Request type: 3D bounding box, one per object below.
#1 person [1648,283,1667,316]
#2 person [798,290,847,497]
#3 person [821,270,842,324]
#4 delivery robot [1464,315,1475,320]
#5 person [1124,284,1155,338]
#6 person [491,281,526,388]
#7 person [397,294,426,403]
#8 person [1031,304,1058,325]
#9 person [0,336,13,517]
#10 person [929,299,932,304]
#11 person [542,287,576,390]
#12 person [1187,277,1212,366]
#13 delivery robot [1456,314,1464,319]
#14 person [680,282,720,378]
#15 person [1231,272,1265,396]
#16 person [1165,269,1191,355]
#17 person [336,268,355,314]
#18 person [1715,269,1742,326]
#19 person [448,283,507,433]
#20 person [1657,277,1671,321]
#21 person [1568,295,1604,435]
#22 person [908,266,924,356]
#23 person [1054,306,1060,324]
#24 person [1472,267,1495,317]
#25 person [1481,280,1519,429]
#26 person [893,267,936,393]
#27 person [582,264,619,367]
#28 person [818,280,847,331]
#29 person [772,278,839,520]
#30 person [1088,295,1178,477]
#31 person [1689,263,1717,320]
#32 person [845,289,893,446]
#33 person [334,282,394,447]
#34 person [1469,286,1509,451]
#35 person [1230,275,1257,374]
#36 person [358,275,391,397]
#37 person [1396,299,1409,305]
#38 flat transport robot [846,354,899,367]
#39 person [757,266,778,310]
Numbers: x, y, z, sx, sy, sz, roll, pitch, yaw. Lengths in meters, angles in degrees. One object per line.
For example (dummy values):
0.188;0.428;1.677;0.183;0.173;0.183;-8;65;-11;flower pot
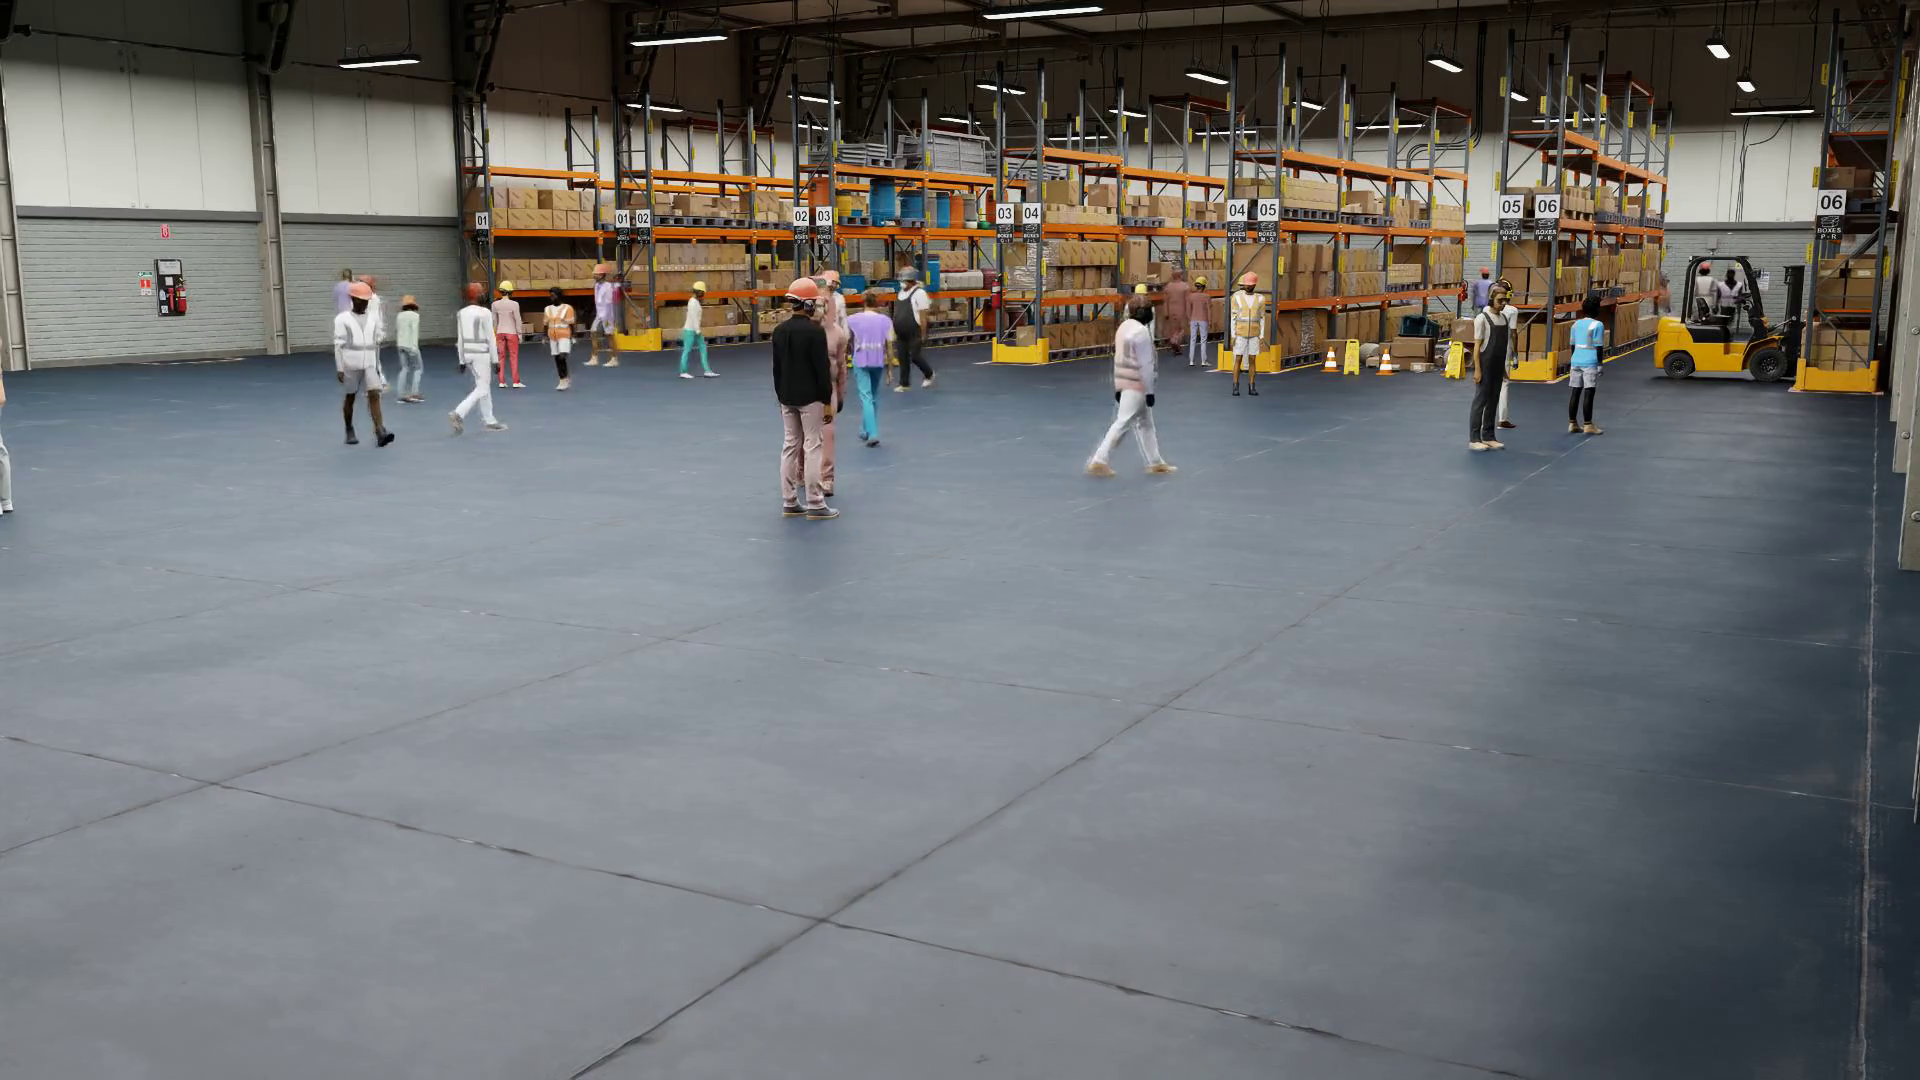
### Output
18.603;-6.245;44.237;0.538;1.771;1.147;-8;12;-38;person
-1.361;-1.374;15.371;0.637;1.873;0.926;-1;10;-8;person
-2.068;-3.133;25.406;0.496;1.962;0.648;4;10;20;person
13.858;-5.916;45.548;0.707;0.478;0.477;-2;10;-11;delivery robot
2.826;-3.166;26.269;0.486;1.740;0.314;1;10;6;person
-7.462;-3.384;27.454;0.523;1.769;0.317;3;10;14;person
-8.213;-2.836;24.695;0.514;1.603;0.502;5;11;29;person
1.910;-5.205;37.640;0.629;1.932;0.365;0;10;1;person
-8.182;-1.144;13.871;0.364;1.927;0.587;-1;10;-8;person
-1.066;-8.631;58.627;0.347;1.619;0.552;4;11;24;person
-6.503;-3.237;26.824;0.563;1.676;0.552;3;10;19;person
4.745;-4.313;32.898;0.523;1.769;0.309;6;11;30;person
13.872;-6.014;46.121;0.477;0.478;0.707;-3;10;-20;delivery robot
-4.650;-3.727;29.594;0.796;1.713;0.553;1;10;6;person
4.497;-3.211;25.968;0.542;1.929;0.374;0;10;-2;person
4.764;-4.963;36.310;0.663;1.894;0.514;8;13;39;person
-12.624;-4.640;34.328;0.653;1.928;0.516;8;13;40;person
18.815;-5.715;40.797;0.579;1.877;0.899;1;10;4;person
-5.966;-2.226;20.425;0.580;1.860;0.839;8;12;38;person
18.386;-6.028;43.357;0.543;1.604;0.697;-8;12;-38;person
7.673;-2.137;20.354;0.322;1.697;0.533;-3;10;-19;person
-0.938;-4.875;35.669;0.406;1.956;0.736;9;13;42;person
3.019;-7.901;53.405;0.368;1.933;0.553;6;11;31;person
13.443;-6.060;42.757;0.562;1.907;0.948;4;10;21;person
6.835;-2.344;21.069;0.310;1.868;0.533;-9;13;-42;person
-0.760;-3.365;26.542;0.701;2.000;0.706;-9;13;-43;person
-7.047;-4.356;32.407;0.835;2.012;0.655;-8;13;-39;person
-2.139;-3.271;26.454;0.727;1.886;0.494;-4;11;-24;person
-1.287;-1.160;13.767;0.612;1.995;0.376;8;12;39;person
1.695;-1.511;16.413;0.956;1.802;0.644;-2;10;-11;person
17.846;-5.653;40.026;0.633;2.000;0.996;3;10;15;person
-1.053;-1.999;19.271;0.570;1.796;0.983;-4;11;-23;person
-6.849;-1.998;19.024;0.584;1.866;1.033;-9;13;-41;person
5.960;-1.922;18.670;0.517;1.842;0.325;-6;12;-33;person
5.251;-3.972;30.689;0.403;1.837;0.586;-6;11;-32;person
-9.128;-3.142;25.719;0.406;1.873;0.617;-5;11;-27;person
12.297;-6.622;46.151;0.971;1.869;0.576;-7;12;-35;person
-1.888;-3.539;32.732;1.431;0.197;0.652;-7;12;-34;flat transport robot
-5.400;-6.613;45.923;0.618;1.917;0.984;8;12;38;person
